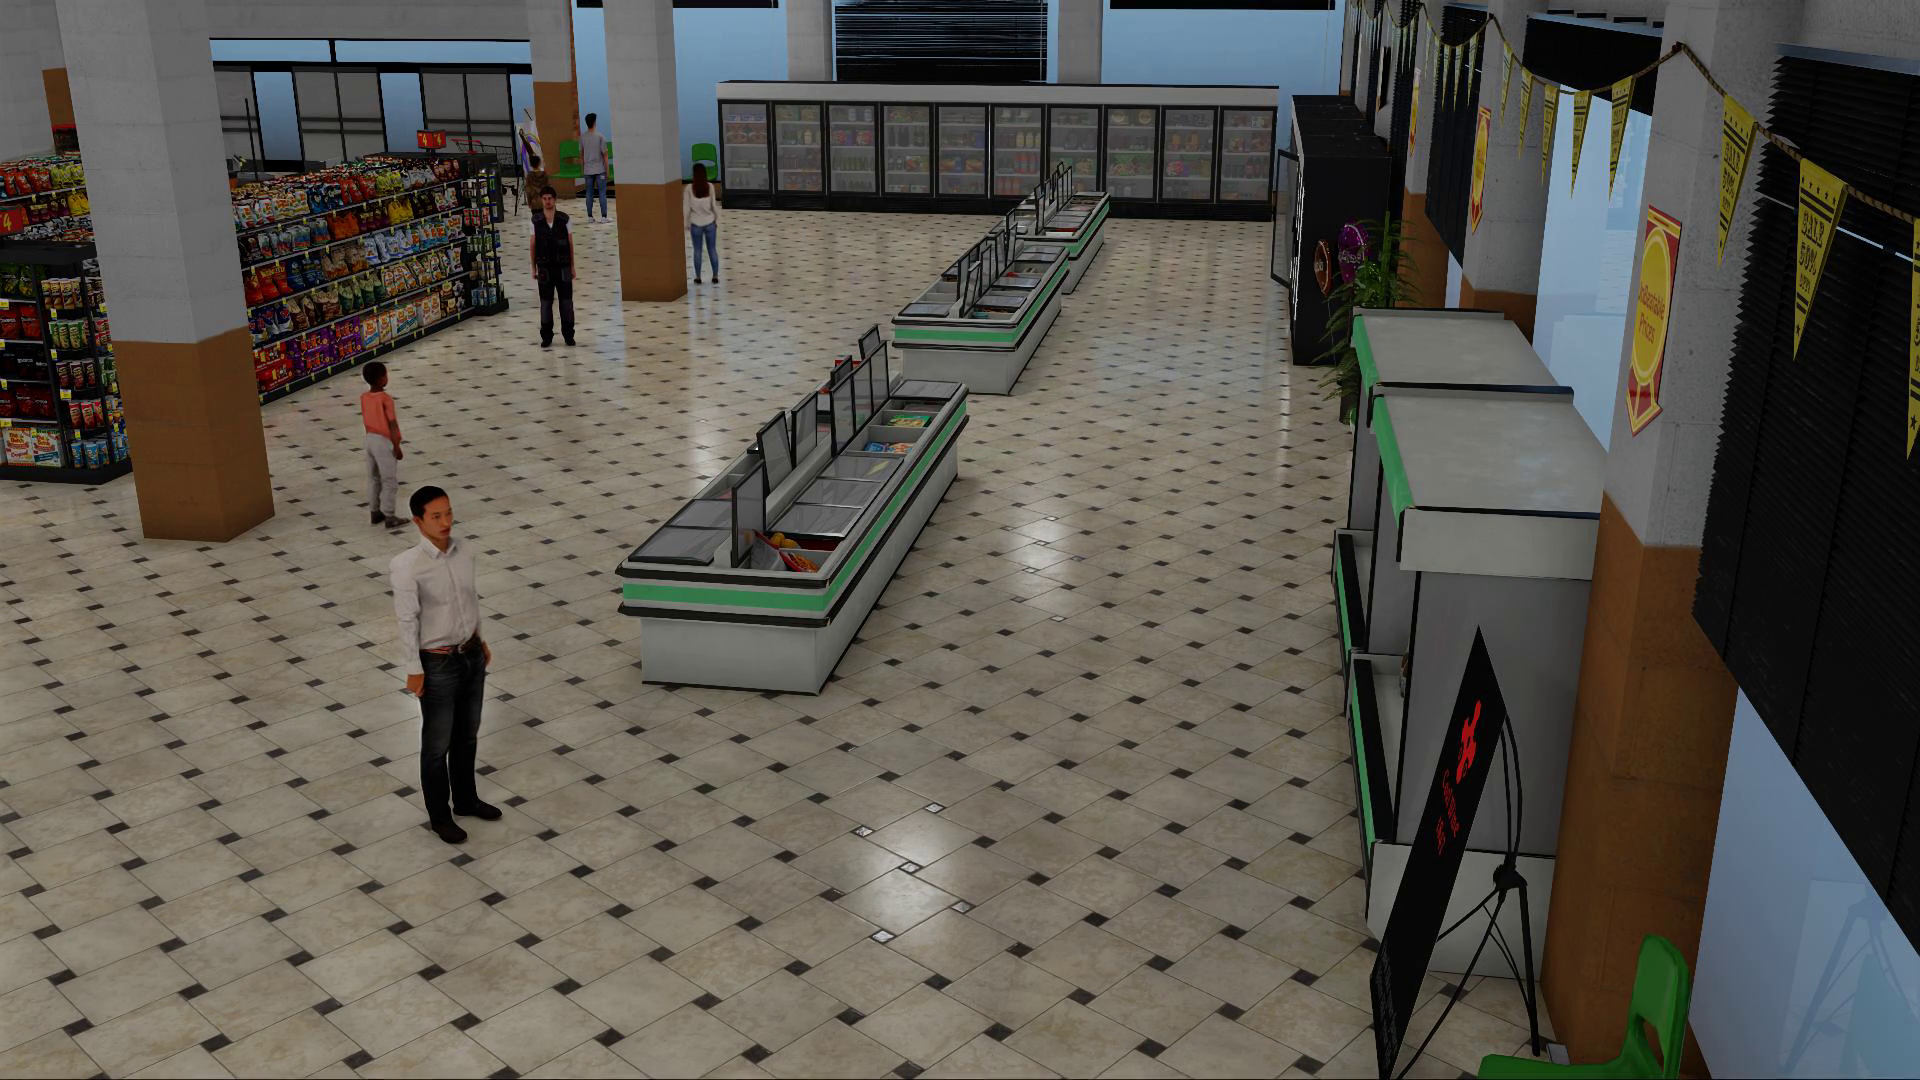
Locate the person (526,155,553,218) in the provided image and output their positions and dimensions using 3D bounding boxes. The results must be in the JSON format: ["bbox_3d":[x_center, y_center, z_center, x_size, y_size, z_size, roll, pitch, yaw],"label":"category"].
[{"bbox_3d":[-6.719,-5.412,26.617,0.656,1.455,0.674,-4,19,-12],"label":"person"}]

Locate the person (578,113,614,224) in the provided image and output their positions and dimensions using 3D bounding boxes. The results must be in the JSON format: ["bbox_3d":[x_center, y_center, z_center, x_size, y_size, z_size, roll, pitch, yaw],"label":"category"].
[{"bbox_3d":[-6.451,-6.553,29.325,0.664,1.886,0.531,3,19,9],"label":"person"}]

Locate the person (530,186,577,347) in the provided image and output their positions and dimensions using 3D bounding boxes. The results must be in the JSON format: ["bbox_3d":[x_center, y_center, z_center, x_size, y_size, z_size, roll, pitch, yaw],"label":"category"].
[{"bbox_3d":[-4.744,-3.197,19.433,0.745,1.848,0.733,-5,19,-15],"label":"person"}]

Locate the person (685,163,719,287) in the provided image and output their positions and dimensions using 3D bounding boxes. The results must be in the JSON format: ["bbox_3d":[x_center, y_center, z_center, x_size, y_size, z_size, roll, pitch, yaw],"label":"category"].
[{"bbox_3d":[-3.612,-4.433,23.342,0.696,1.691,0.691,-5,19,-14],"label":"person"}]

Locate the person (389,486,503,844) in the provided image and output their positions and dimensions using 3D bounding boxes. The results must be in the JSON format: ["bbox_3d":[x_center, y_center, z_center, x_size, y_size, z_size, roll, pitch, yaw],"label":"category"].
[{"bbox_3d":[-2.550,0.592,8.255,0.795,1.810,0.612,10,21,28],"label":"person"}]

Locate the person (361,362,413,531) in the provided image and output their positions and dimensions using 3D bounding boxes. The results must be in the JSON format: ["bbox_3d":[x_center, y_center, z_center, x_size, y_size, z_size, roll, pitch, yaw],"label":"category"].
[{"bbox_3d":[-4.535,-0.744,13.008,0.550,1.304,0.569,12,22,31],"label":"person"}]
